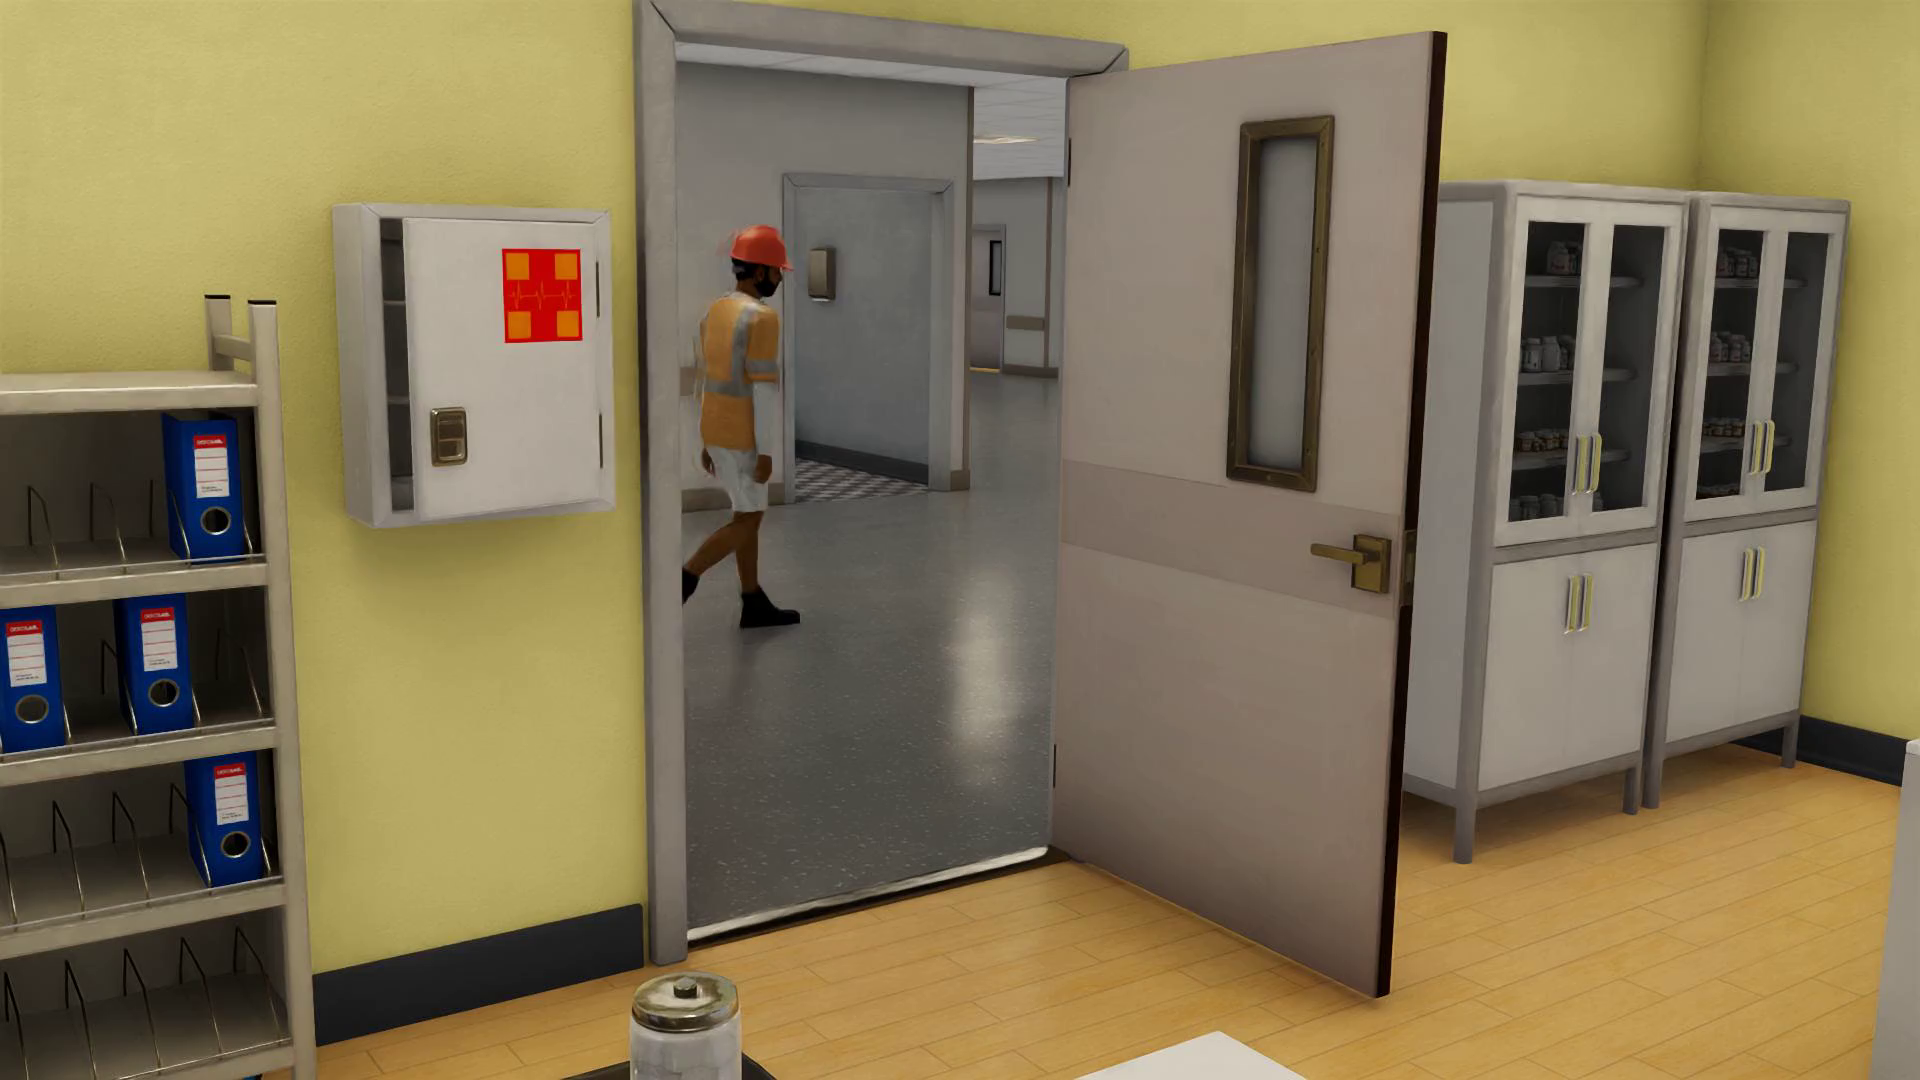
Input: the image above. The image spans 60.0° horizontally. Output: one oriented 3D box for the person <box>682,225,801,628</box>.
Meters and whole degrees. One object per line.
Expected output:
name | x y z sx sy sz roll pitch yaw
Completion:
person | -1.083 -0.480 7.573 0.792 1.903 0.585 -6 12 -37
